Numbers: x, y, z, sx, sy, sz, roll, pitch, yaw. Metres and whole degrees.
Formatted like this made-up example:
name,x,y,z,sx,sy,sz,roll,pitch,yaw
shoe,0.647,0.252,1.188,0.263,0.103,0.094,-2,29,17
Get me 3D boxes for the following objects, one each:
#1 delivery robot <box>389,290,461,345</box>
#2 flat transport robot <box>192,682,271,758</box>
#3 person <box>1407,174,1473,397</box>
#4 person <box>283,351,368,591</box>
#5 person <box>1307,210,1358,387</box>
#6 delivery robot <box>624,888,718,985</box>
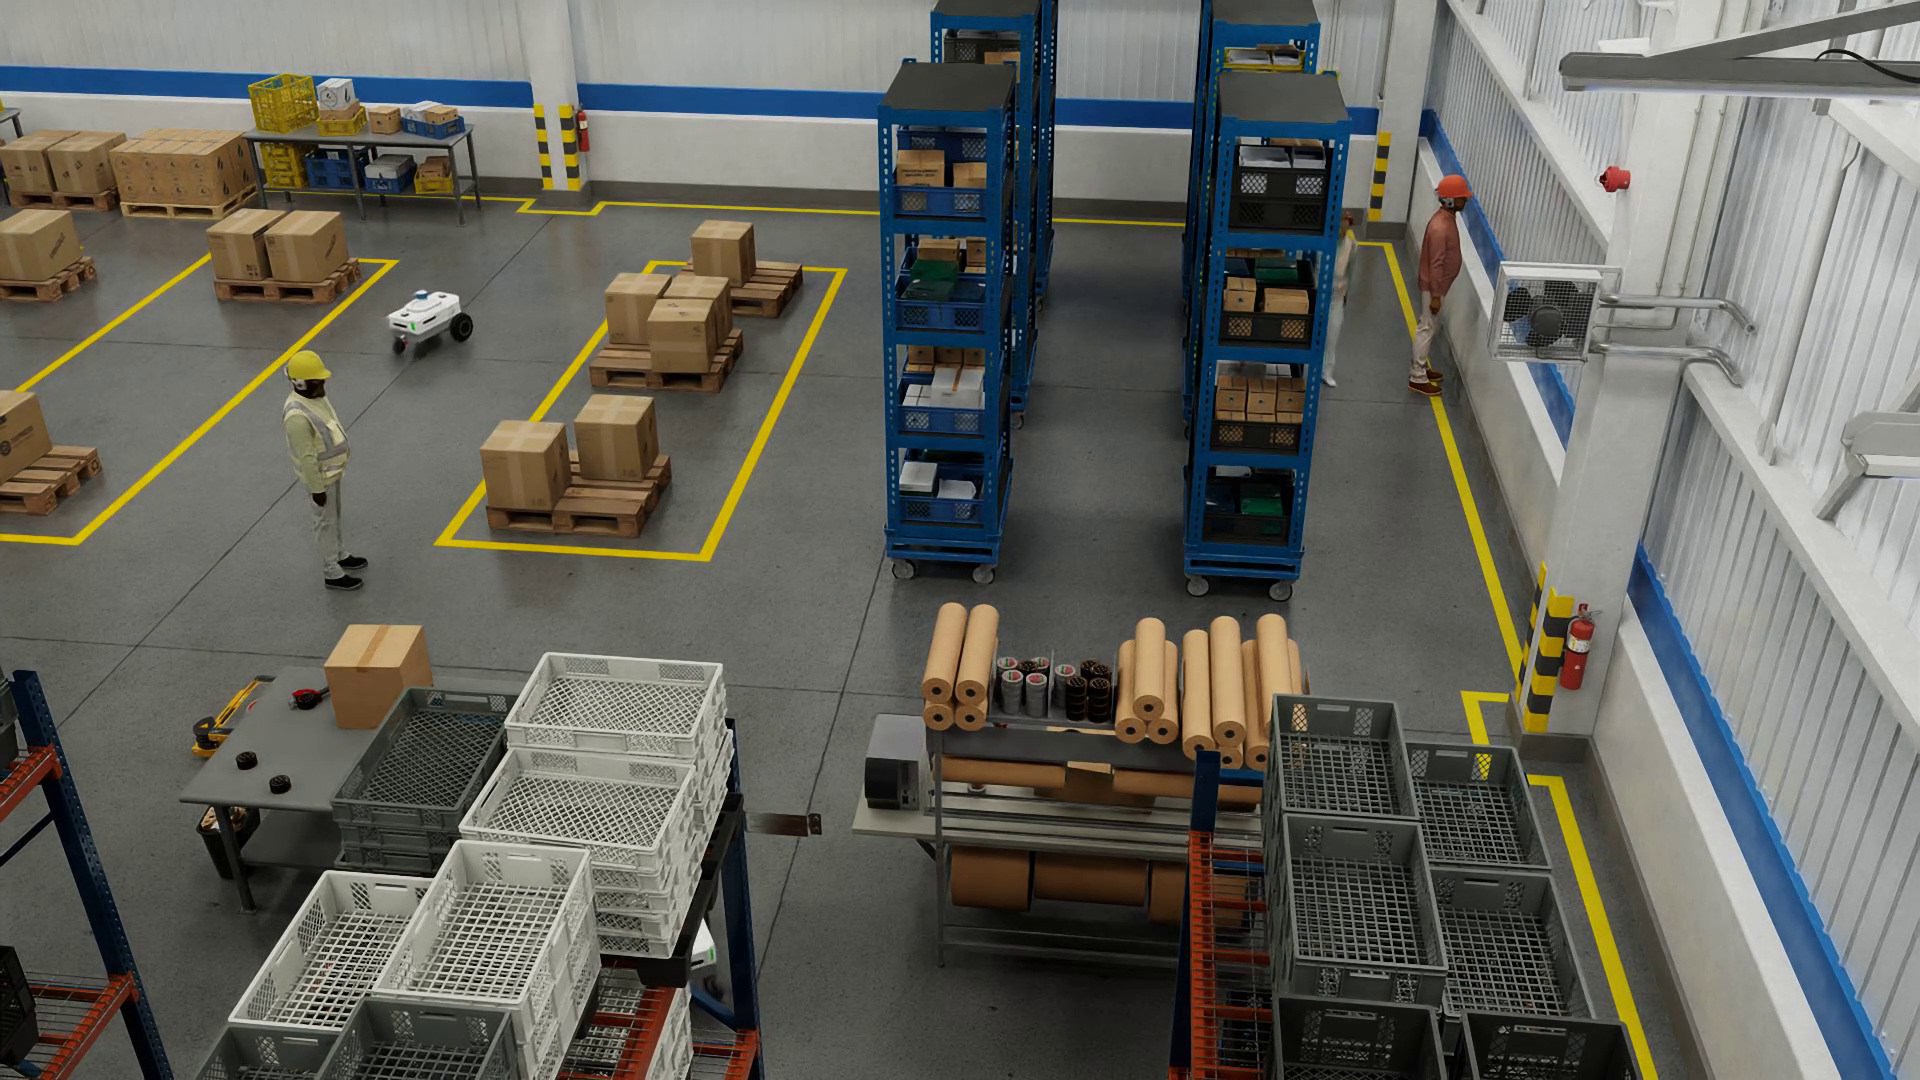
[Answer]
name,x,y,z,sx,sy,sz,roll,pitch,yaw
delivery robot,-5.138,-2.158,15.982,0.477,0.478,0.707,14,33,23
flat transport robot,-4.089,1.163,10.648,1.431,0.197,0.652,3,30,6
person,4.274,-2.287,14.872,0.375,1.997,0.611,9,31,16
person,-4.585,-0.515,11.991,0.403,1.827,0.599,-5,31,-8
person,3.319,-2.257,15.188,0.520,1.616,0.637,-6,31,-11
delivery robot,-1.534,2.040,8.771,0.477,0.478,0.707,-12,33,-20
